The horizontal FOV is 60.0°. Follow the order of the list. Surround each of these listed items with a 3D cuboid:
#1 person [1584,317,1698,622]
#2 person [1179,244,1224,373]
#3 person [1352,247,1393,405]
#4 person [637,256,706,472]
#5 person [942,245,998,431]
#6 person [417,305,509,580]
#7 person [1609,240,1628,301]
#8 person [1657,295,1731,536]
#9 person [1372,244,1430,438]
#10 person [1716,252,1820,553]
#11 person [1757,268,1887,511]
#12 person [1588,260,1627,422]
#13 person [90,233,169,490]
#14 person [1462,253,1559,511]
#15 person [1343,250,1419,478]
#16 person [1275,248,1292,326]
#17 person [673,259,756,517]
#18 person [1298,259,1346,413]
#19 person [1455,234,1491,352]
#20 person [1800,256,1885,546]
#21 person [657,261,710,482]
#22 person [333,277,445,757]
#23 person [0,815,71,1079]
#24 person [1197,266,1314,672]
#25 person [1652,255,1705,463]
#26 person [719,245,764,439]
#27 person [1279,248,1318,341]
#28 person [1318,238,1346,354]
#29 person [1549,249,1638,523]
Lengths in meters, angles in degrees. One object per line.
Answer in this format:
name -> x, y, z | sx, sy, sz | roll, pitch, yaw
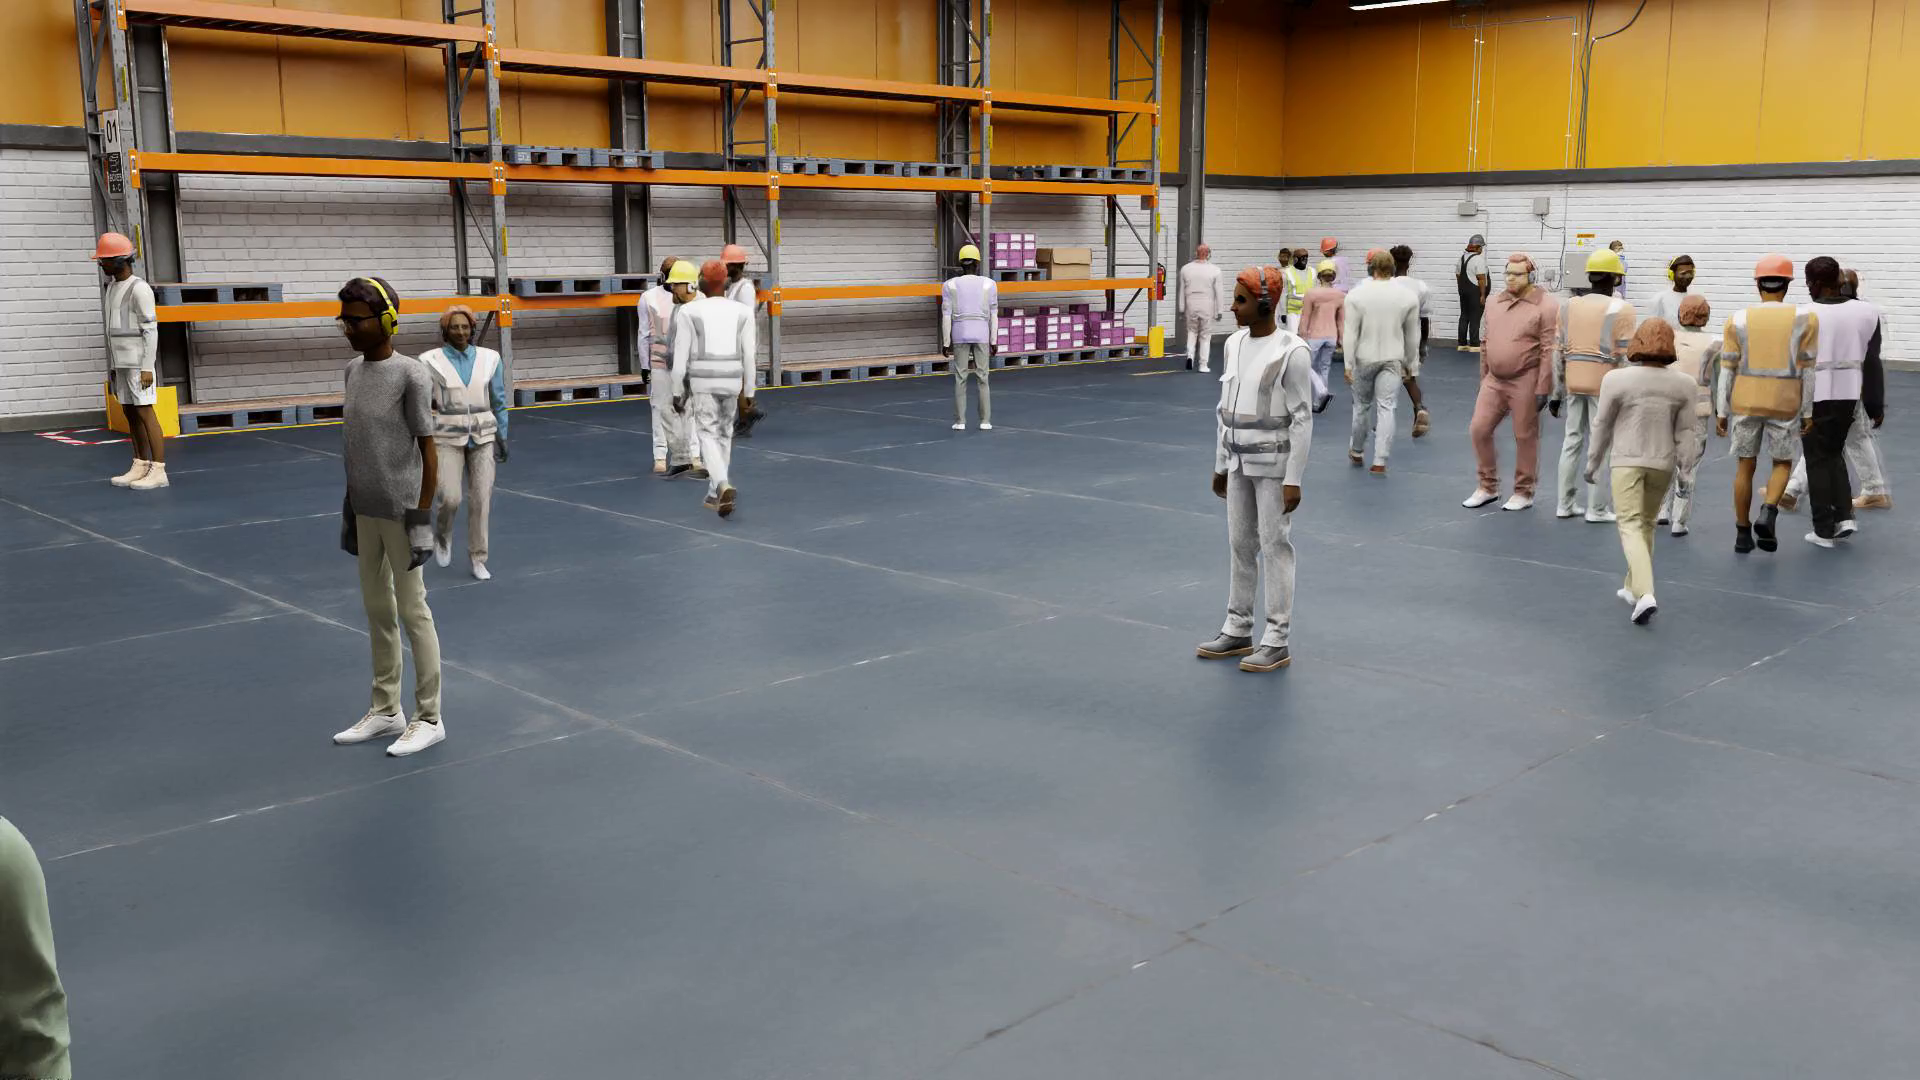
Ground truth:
person -> 3.641, -0.381, 8.837 | 0.505, 1.595, 0.826 | 0, 10, 2
person -> 3.571, -3.413, 24.558 | 0.671, 1.891, 0.439 | 5, 11, 25
person -> 4.837, -2.442, 19.308 | 0.545, 1.890, 1.037 | 0, 10, -2
person -> -2.442, -1.502, 14.280 | 0.633, 1.843, 0.429 | -4, 11, -21
person -> 0.101, -2.086, 17.250 | 0.584, 1.919, 0.382 | -1, 10, -3
person -> -2.925, -0.572, 9.801 | 0.516, 1.627, 0.407 | -6, 12, -31
person -> 10.670, -3.925, 27.225 | 0.627, 1.940, 0.372 | -5, 12, -27
person -> 4.937, -0.849, 11.304 | 0.541, 1.620, 0.546 | 7, 12, 33
person -> 4.412, -1.975, 16.607 | 0.608, 1.942, 0.837 | -1, 10, -8
person -> 5.063, -0.845, 10.473 | 0.569, 1.918, 0.521 | 6, 12, 30
person -> 6.438, -1.097, 12.235 | 1.004, 1.783, 0.622 | 1, 10, 6
person -> 6.939, -2.121, 17.865 | 0.327, 1.765, 0.531 | -2, 11, -13
person -> -6.637, -1.418, 13.274 | 0.615, 2.039, 0.387 | 8, 13, 39
person -> 4.008, -1.136, 12.163 | 0.639, 1.882, 0.668 | -8, 13, -37
person -> 3.569, -1.513, 14.208 | 0.648, 1.884, 1.013 | 1, 10, 5
person -> 5.534, -4.026, 28.117 | 0.937, 1.827, 0.540 | -9, 13, -39
person -> -1.752, -1.095, 12.030 | 0.617, 1.860, 0.875 | -4, 11, -23
person -> 4.076, -2.281, 18.756 | 0.554, 1.746, 0.607 | -3, 11, -15
person -> 8.982, -4.299, 28.989 | 0.539, 2.000, 0.688 | -4, 11, -19
person -> 5.661, -0.894, 10.849 | 0.649, 1.887, 0.456 | 0, 10, 0
person -> -2.256, -1.361, 13.585 | 0.633, 1.806, 0.621 | -7, 13, -34
person -> -2.252, -0.087, 6.509 | 0.515, 1.865, 0.329 | 7, 12, 32
person -> -1.339, 0.844, 2.049 | 0.501, 1.633, 0.282 | 0, 10, 2
person -> 1.391, -0.329, 7.769 | 0.362, 1.883, 0.575 | -6, 12, -28
person -> 6.349, -1.589, 14.722 | 0.546, 1.852, 0.415 | -2, 11, -9
person -> -2.219, -1.965, 16.566 | 0.423, 1.927, 0.563 | -6, 12, -30
person -> 4.965, -3.327, 24.264 | 0.659, 1.827, 0.535 | -3, 11, -15
person -> 6.320, -4.170, 28.465 | 0.906, 1.974, 0.637 | 6, 12, 28
person -> 4.472, -1.079, 11.740 | 0.389, 1.925, 0.636 | -8, 13, -37
